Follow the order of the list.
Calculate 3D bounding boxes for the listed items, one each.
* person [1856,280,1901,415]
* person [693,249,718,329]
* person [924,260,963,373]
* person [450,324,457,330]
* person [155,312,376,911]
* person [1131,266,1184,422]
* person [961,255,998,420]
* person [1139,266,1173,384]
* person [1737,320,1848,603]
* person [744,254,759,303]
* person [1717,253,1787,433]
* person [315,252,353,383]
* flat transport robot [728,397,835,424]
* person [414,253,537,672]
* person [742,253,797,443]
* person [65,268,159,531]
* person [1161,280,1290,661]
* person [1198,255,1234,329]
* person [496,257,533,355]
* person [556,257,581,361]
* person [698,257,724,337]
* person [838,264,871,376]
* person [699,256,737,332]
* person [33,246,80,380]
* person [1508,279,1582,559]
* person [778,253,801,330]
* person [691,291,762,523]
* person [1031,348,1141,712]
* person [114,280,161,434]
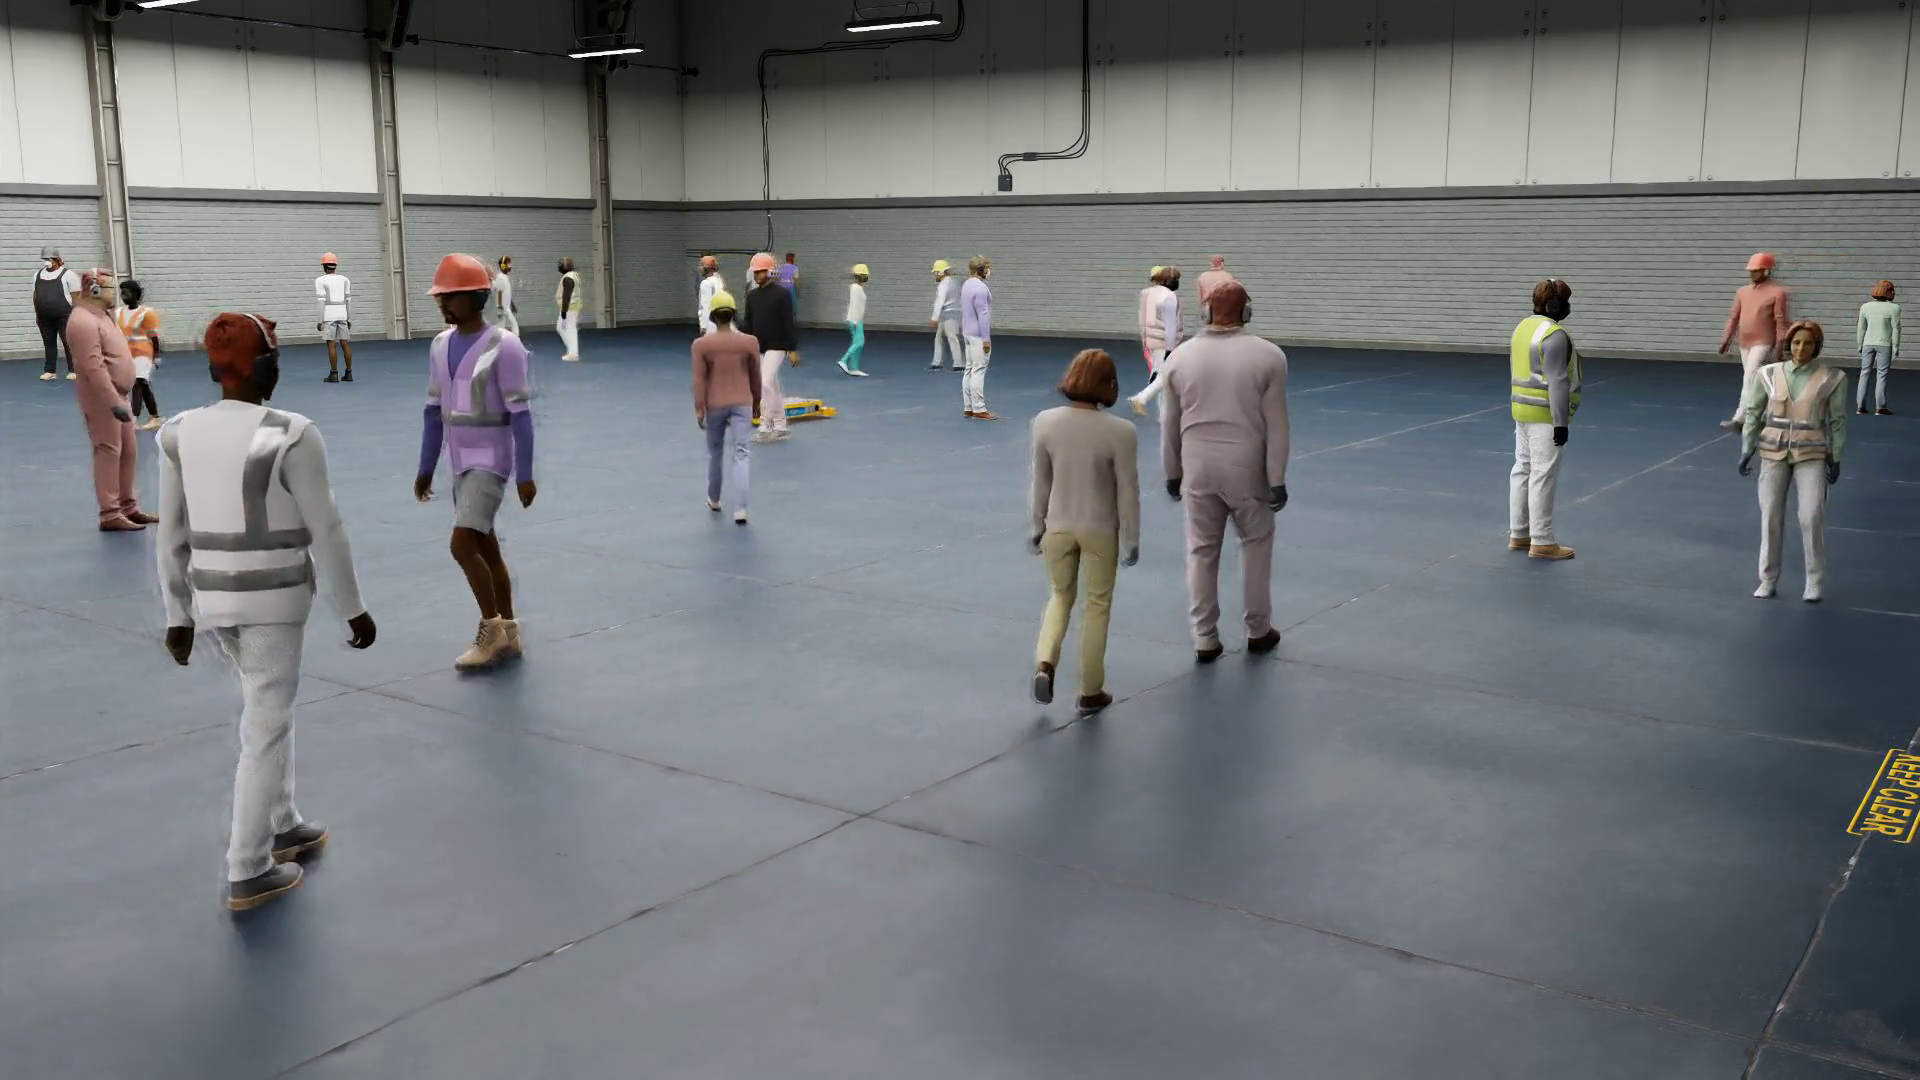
[{"bbox_3d":[11.156,-2.334,20.202,0.278,1.633,0.507,-7,12,-33],"label":"person"},{"bbox_3d":[-5.919,-5.824,38.899,0.632,1.940,0.372,2,10,12],"label":"person"},{"bbox_3d":[-0.299,-3.572,26.669,0.788,1.787,0.627,1,10,8],"label":"person"},{"bbox_3d":[-4.731,-1.541,15.778,0.473,1.619,0.549,-7,12,-34],"label":"person"},{"bbox_3d":[-2.178,0.206,5.351,0.583,1.858,0.741,4,11,21],"label":"person"},{"bbox_3d":[2.294,-2.246,19.201,0.642,1.818,0.625,-3,11,-17],"label":"person"},{"bbox_3d":[0.216,-2.381,19.609,0.372,1.940,0.632,-4,11,-19],"label":"person"},{"bbox_3d":[2.842,-3.057,23.918,0.529,1.757,0.517,-1,10,-8],"label":"person"},{"bbox_3d":[4.854,-0.459,9.714,0.536,1.636,0.380,8,13,39],"label":"person"},{"bbox_3d":[-4.387,-5.224,35.846,0.542,1.825,0.918,-5,11,-27],"label":"person"},{"bbox_3d":[8.657,-2.158,18.314,0.939,1.954,0.623,-4,11,-20],"label":"person"},{"bbox_3d":[-9.389,-3.325,24.904,0.375,1.935,0.551,8,13,37],"label":"person"},{"bbox_3d":[-2.176,-1.525,19.485,0.652,0.197,1.431,7,13,36],"label":"flat transport robot"},{"bbox_3d":[-2.398,-0.362,8.059,0.623,2.019,0.615,9,13,40],"label":"person"},{"bbox_3d":[-2.077,-1.979,17.263,0.661,1.963,0.818,9,13,40],"label":"person"},{"bbox_3d":[-6.148,-1.006,12.028,0.442,1.903,0.662,-2,10,-11],"label":"person"},{"bbox_3d":[1.365,-0.355,8.386,0.679,1.887,0.704,5,11,24],"label":"person"},{"bbox_3d":[4.298,-3.766,27.526,0.680,1.872,0.863,7,12,33],"label":"person"},{"bbox_3d":[-8.514,-4.355,30.993,0.940,1.833,0.536,-2,10,-10],"label":"person"},{"bbox_3d":[-6.952,-4.077,29.417,0.480,1.827,0.659,-2,10,-11],"label":"person"},{"bbox_3d":[-3.525,-3.054,23.530,0.341,1.883,0.587,3,10,15],"label":"person"},{"bbox_3d":[-1.605,-3.414,25.881,0.440,1.754,0.566,1,10,7],"label":"person"},{"bbox_3d":[-4.504,-4.384,31.134,1.066,1.842,0.595,-4,11,-23],"label":"person"},{"bbox_3d":[-13.784,-3.451,25.322,0.682,2.000,0.537,0,10,-1],"label":"person"},{"bbox_3d":[3.885,-0.805,11.057,0.429,1.844,0.625,-1,10,-7],"label":"person"},{"bbox_3d":[-4.107,-5.966,39.958,0.566,1.841,0.381,5,12,28],"label":"person"},{"bbox_3d":[-1.753,-1.009,12.555,0.529,1.719,0.921,-2,10,-10],"label":"person"},{"bbox_3d":[0.534,-0.026,7.291,0.530,1.621,0.397,5,12,28],"label":"person"},{"bbox_3d":[-9.103,-1.994,18.215,0.543,1.666,0.803,4,11,23],"label":"person"}]
